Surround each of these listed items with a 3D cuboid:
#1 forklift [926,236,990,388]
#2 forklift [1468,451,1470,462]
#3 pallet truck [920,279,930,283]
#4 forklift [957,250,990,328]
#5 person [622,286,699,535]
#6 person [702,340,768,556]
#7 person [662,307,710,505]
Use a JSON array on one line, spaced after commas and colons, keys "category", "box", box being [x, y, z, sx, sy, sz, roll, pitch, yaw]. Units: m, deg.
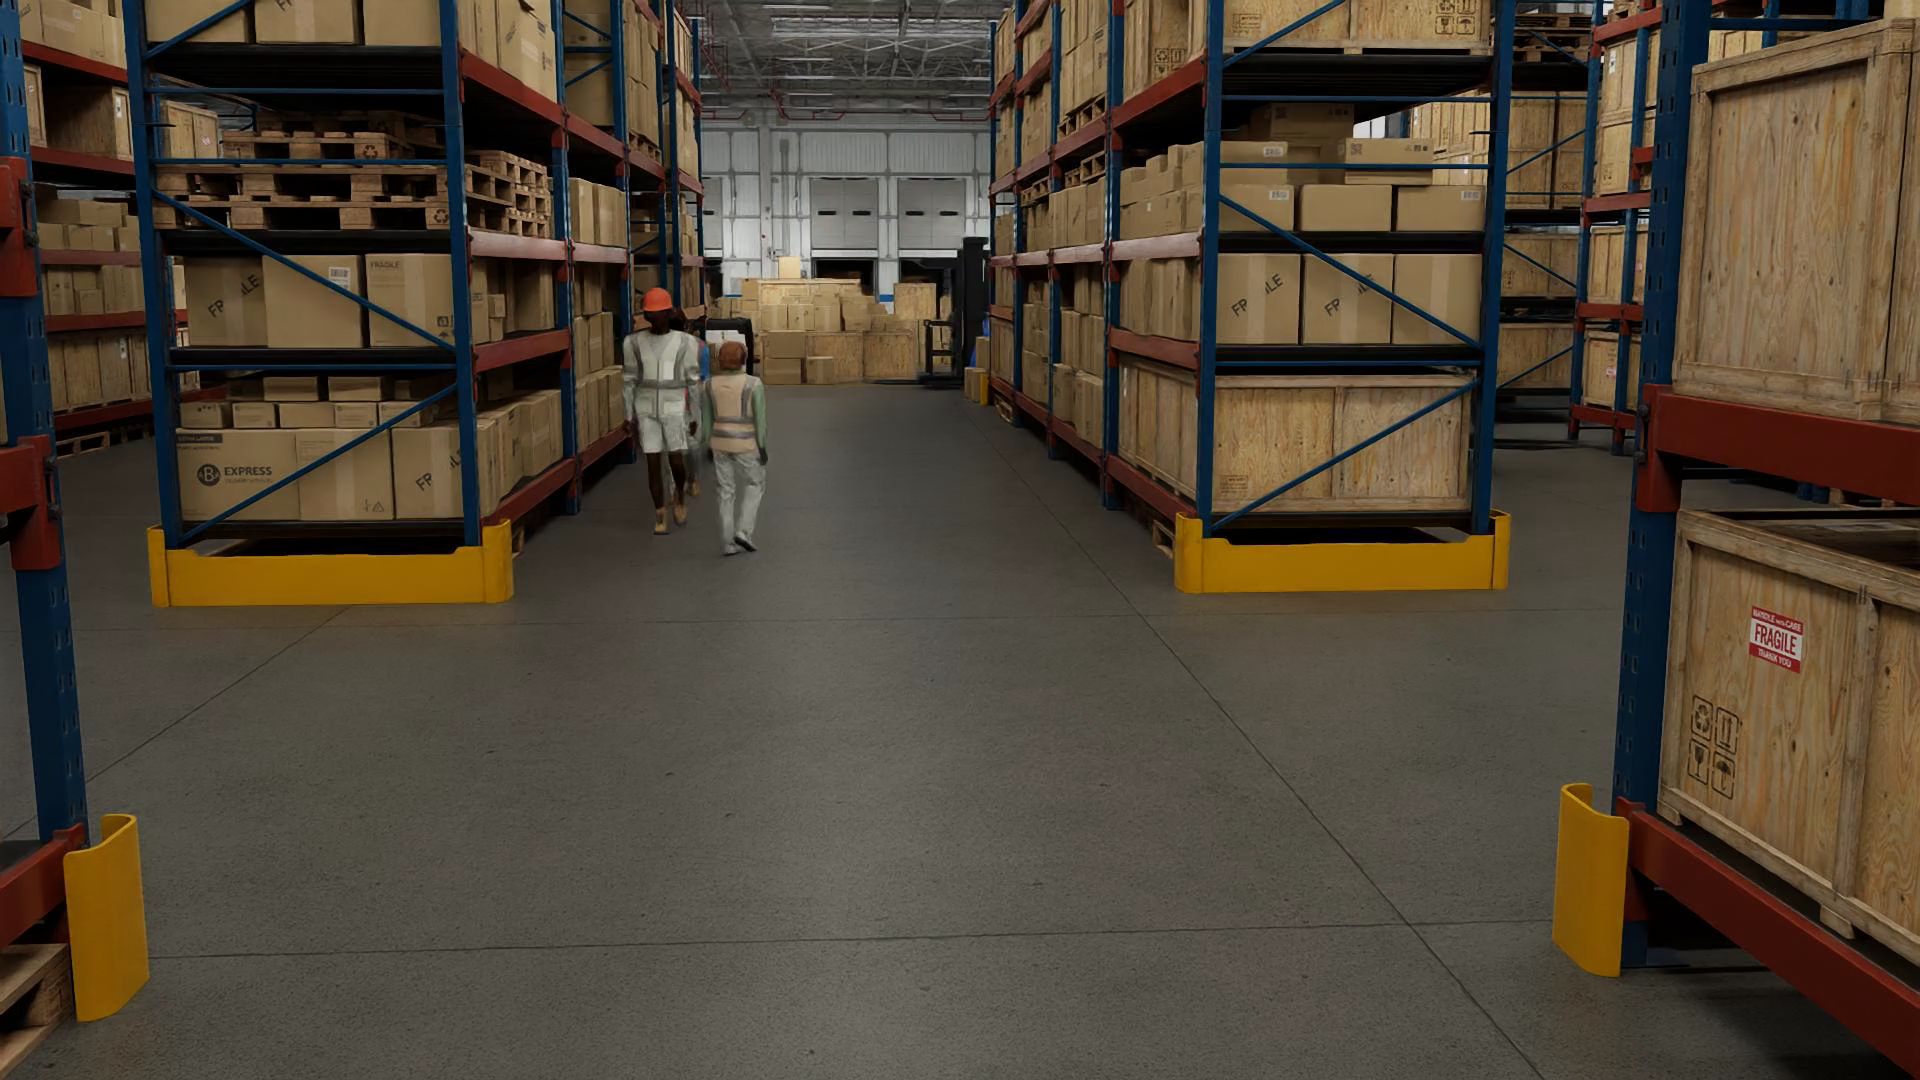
[{"category": "forklift", "box": [0.265, -4.273, 31.162, 1.873, 2.768, 1.129, -1, 9, -5]}, {"category": "forklift", "box": [4.610, -2.207, 18.189, 1.873, 2.768, 1.129, 4, 10, 22]}, {"category": "pallet truck", "box": [-0.932, -8.922, 63.114, 1.885, 1.965, 0.823, 2, 9, 13]}, {"category": "forklift", "box": [0.393, -6.751, 46.723, 1.129, 2.768, 1.873, 2, 9, 11]}, {"category": "person", "box": [-2.444, -1.048, 13.579, 0.617, 2.027, 0.466, 0, 9, -2]}, {"category": "person", "box": [-1.691, -0.689, 12.563, 0.544, 1.623, 0.375, 2, 9, 15]}, {"category": "person", "box": [-2.617, -1.227, 15.358, 0.627, 1.830, 0.430, -1, 9, -6]}]
